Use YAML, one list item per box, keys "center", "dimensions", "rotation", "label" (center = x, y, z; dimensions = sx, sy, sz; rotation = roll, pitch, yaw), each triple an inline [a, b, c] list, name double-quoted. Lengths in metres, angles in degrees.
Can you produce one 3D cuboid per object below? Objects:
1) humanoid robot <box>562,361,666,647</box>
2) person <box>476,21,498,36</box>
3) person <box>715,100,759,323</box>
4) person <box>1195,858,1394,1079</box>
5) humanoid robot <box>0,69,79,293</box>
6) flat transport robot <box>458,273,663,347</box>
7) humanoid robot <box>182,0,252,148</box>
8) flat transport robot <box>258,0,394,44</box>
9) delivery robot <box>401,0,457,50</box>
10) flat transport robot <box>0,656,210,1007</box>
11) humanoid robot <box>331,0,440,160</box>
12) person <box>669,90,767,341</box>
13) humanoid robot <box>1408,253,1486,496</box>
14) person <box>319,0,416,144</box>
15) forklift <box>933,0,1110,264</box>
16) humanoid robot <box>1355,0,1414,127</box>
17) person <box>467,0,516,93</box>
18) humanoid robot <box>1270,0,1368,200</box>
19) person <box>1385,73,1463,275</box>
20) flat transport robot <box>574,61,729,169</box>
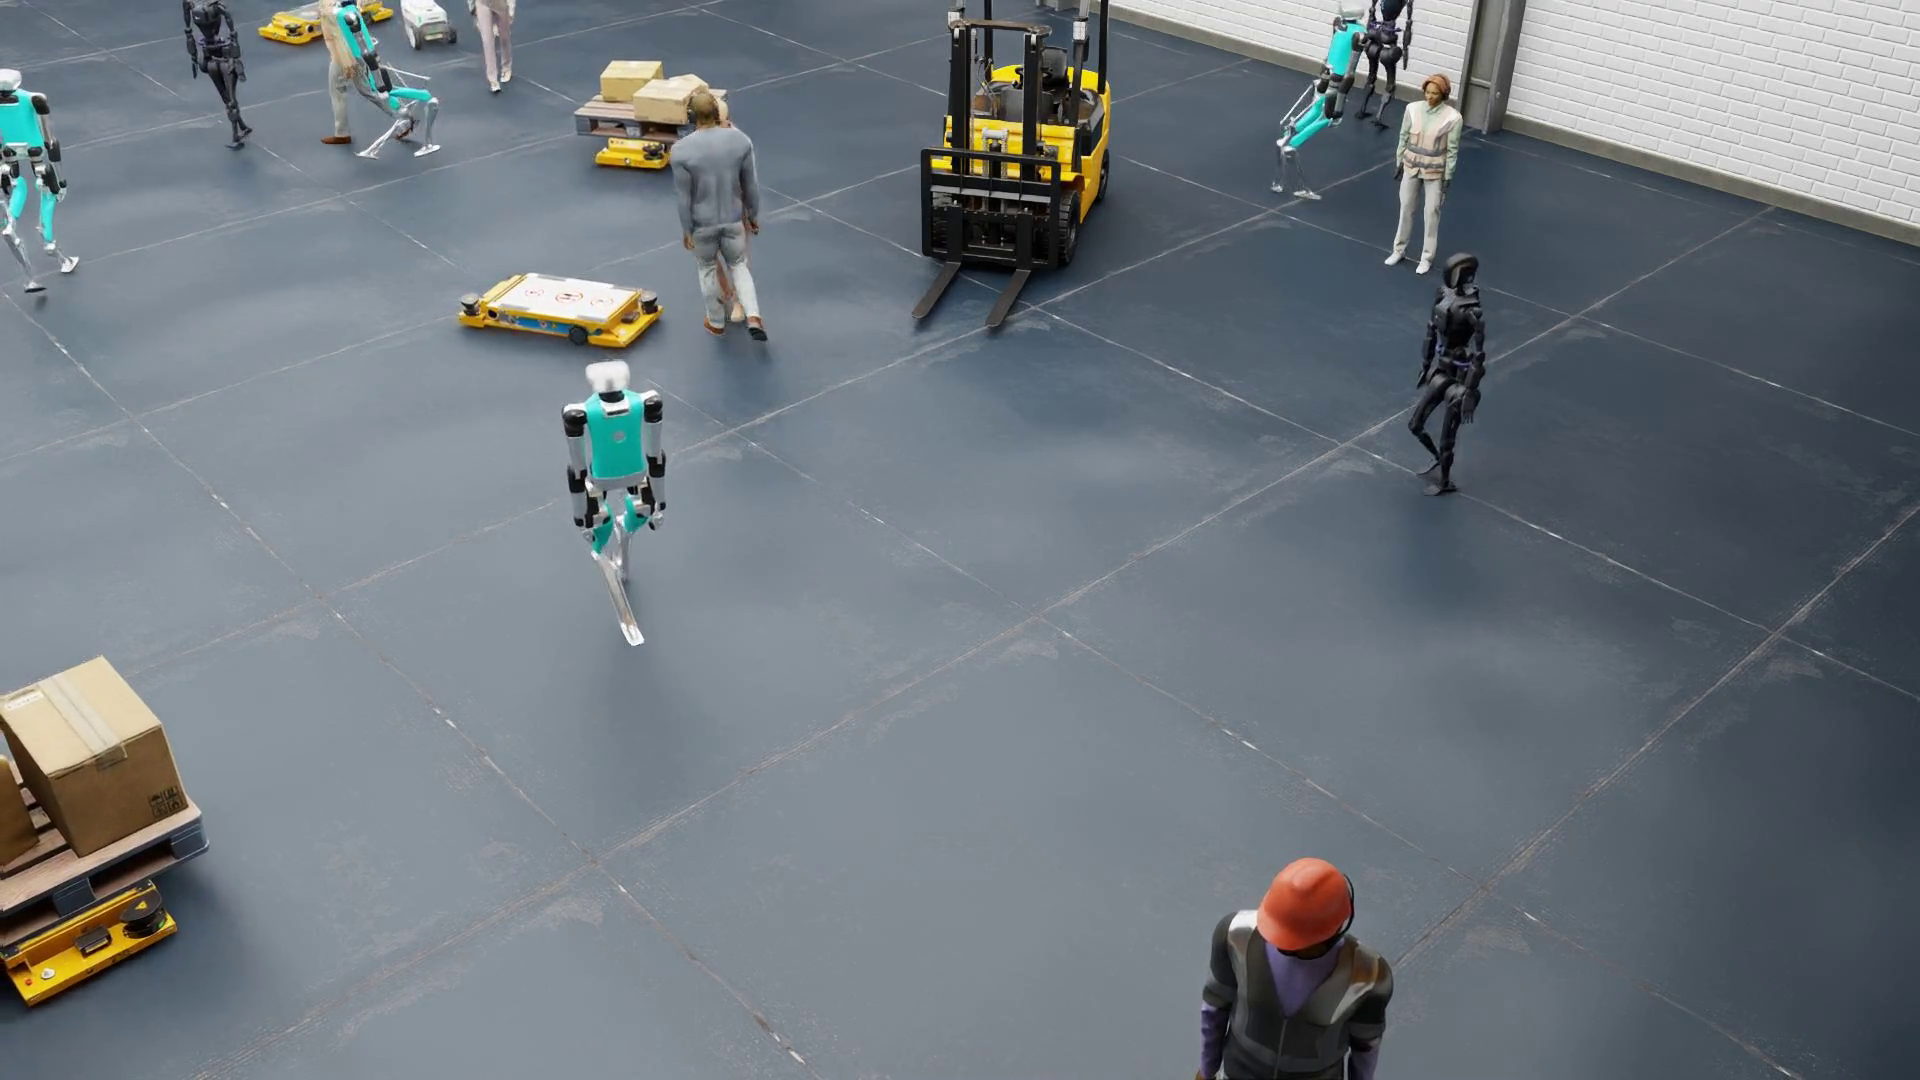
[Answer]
- center: [-1.972, -0.301, 9.326]
  dimensions: [0.550, 1.801, 0.904]
  rotation: [-14, 36, -21]
  label: "humanoid robot"
- center: [-5.449, -6.730, 19.076]
  dimensions: [0.531, 1.842, 0.822]
  rotation: [7, 34, 11]
  label: "person"
- center: [-1.772, -2.497, 12.636]
  dimensions: [0.556, 1.767, 0.453]
  rotation: [4, 33, 7]
  label: "person"
- center: [1.100, 1.853, 5.706]
  dimensions: [0.606, 2.039, 0.391]
  rotation: [12, 35, 18]
  label: "person"
- center: [-7.370, -2.742, 13.087]
  dimensions: [0.547, 1.773, 1.039]
  rotation: [-4, 33, -6]
  label: "humanoid robot"
- center: [-3.104, -1.796, 12.933]
  dimensions: [1.431, 0.231, 0.659]
  rotation: [10, 34, 15]
  label: "flat transport robot"
- center: [-7.171, -4.625, 16.003]
  dimensions: [0.589, 1.638, 0.622]
  rotation: [7, 34, 11]
  label: "humanoid robot"
- center: [-7.484, -6.164, 19.647]
  dimensions: [0.659, 0.231, 1.431]
  rotation: [20, 38, 28]
  label: "flat transport robot"
- center: [-6.139, -5.973, 19.109]
  dimensions: [0.499, 0.614, 0.815]
  rotation: [-19, 38, -26]
  label: "delivery robot"
- center: [-4.280, 1.559, 7.776]
  dimensions: [0.659, 0.231, 1.431]
  rotation: [-28, 42, -36]
  label: "flat transport robot"
- center: [-5.256, -4.323, 15.468]
  dimensions: [0.992, 1.711, 0.547]
  rotation: [-17, 37, -24]
  label: "humanoid robot"
- center: [-1.743, -2.321, 12.249]
  dimensions: [0.643, 1.902, 0.682]
  rotation: [-16, 36, -24]
  label: "person"
- center: [3.102, -1.024, 10.463]
  dimensions: [0.351, 1.645, 0.611]
  rotation: [-10, 34, -15]
  label: "humanoid robot"
- center: [-5.825, -4.688, 15.937]
  dimensions: [0.886, 1.845, 0.563]
  rotation: [-2, 33, -2]
  label: "person"
- center: [0.570, -3.725, 14.138]
  dimensions: [1.214, 2.155, 2.313]
  rotation: [9, 34, 13]
  label: "forklift"
- center: [4.191, -4.938, 16.478]
  dimensions: [0.402, 1.636, 0.604]
  rotation: [-19, 37, -26]
  label: "humanoid robot"
- center: [-4.889, -5.574, 17.408]
  dimensions: [0.541, 1.717, 0.839]
  rotation: [-4, 33, -6]
  label: "person"
- center: [3.088, -3.856, 14.762]
  dimensions: [0.856, 1.785, 0.575]
  rotation: [-7, 34, -10]
  label: "humanoid robot"
- center: [3.772, -2.978, 13.498]
  dimensions: [0.517, 1.633, 0.313]
  rotation: [25, 40, 33]
  label: "person"
- center: [-2.987, -3.985, 16.299]
  dimensions: [0.659, 0.231, 1.431]
  rotation: [7, 34, 11]
  label: "flat transport robot"
